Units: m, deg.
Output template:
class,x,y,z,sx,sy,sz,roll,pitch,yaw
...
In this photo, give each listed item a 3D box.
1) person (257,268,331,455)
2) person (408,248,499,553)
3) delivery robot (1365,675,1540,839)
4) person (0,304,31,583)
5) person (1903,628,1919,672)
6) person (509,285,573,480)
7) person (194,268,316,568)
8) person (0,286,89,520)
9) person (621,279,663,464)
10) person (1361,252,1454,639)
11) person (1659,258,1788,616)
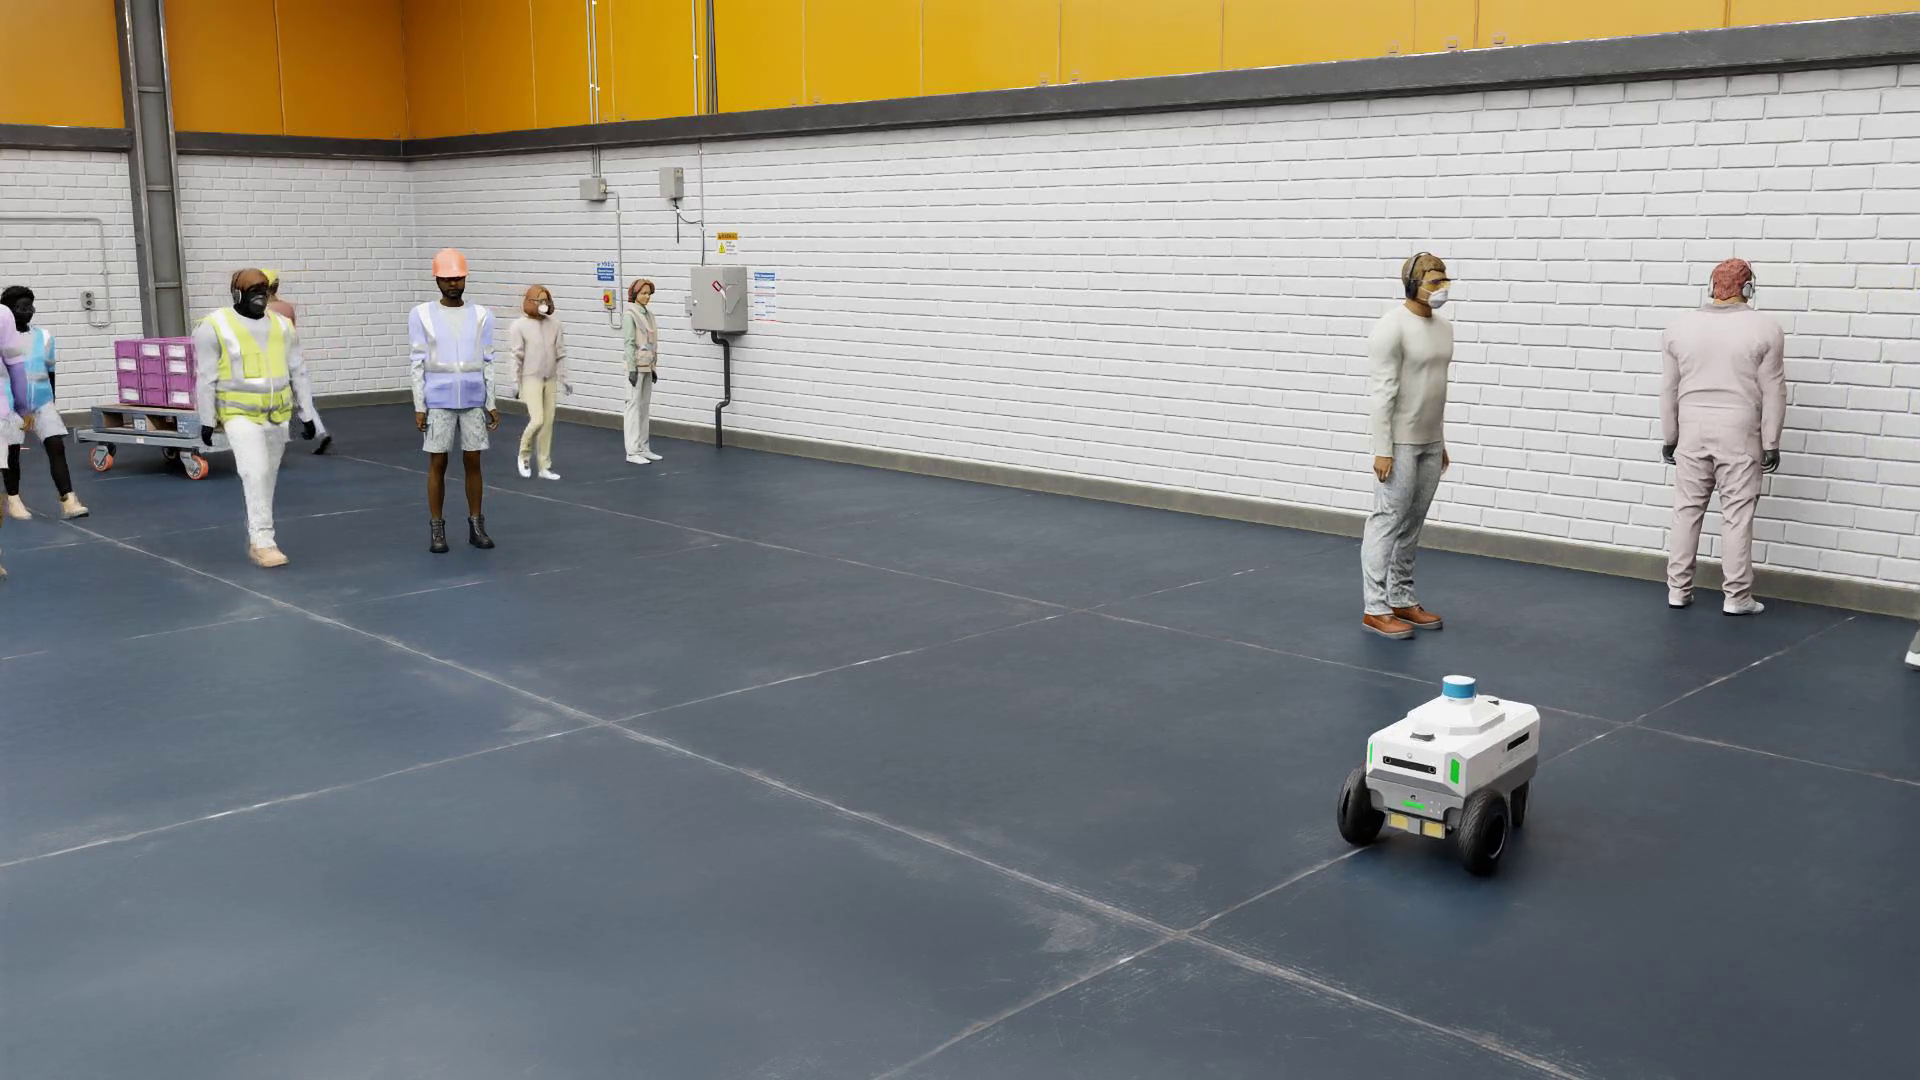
class,x,y,z,sx,sy,sz,roll,pitch,yaw
person,-6.219,-1.636,15.306,0.851,1.726,0.535,4,11,21
person,-3.233,-0.890,10.676,0.542,1.939,0.365,-6,12,-28
delivery robot,1.652,0.696,5.548,0.477,0.478,0.707,9,13,39
person,-5.888,-0.766,9.878,0.626,1.978,1.088,-5,12,-27
person,4.806,-0.246,7.368,1.013,1.858,0.595,6,12,29
person,-3.452,-1.289,13.728,0.342,1.622,0.514,8,13,37
person,-4.241,-0.743,10.184,0.728,1.818,0.661,7,13,35
person,-6.538,-0.940,11.700,0.805,1.665,0.542,8,13,36
person,-2.851,-1.502,14.842,0.314,1.636,0.515,2,11,13
person,2.288,-0.482,8.451,0.629,1.939,0.372,-10,14,-43
person,4.081,-0.547,8.909,0.639,1.904,0.407,10,14,43
